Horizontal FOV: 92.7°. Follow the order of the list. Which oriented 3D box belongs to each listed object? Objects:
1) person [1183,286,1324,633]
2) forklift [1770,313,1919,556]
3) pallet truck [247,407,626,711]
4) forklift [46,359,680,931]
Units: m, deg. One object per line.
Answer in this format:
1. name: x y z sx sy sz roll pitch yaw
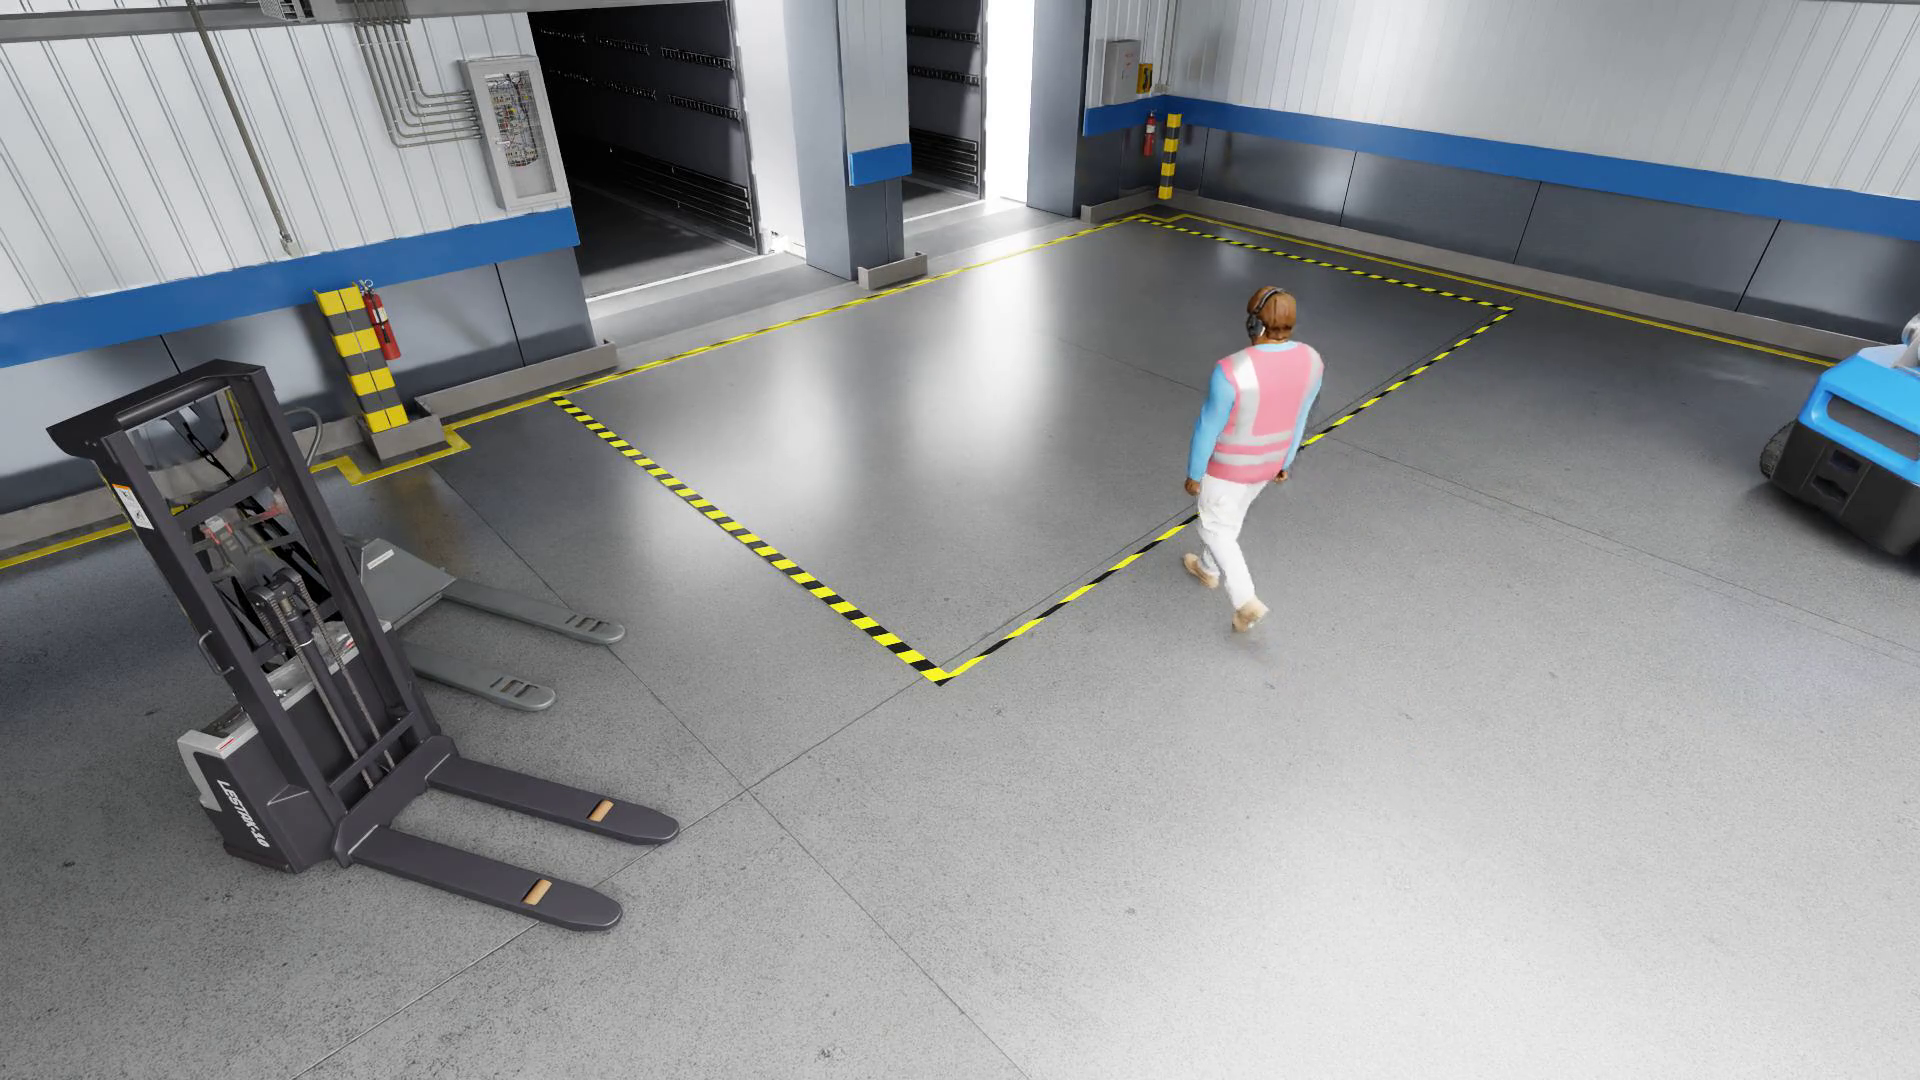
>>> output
1. person: 1.468 -0.377 4.695 0.630 1.812 0.852 -13 36 -19
2. forklift: 6.577 -1.045 5.194 2.680 2.036 1.157 -3 34 -5
3. pallet truck: -2.628 0.038 4.590 1.601 1.201 0.680 12 36 18
4. forklift: -2.135 0.422 3.354 1.885 1.965 0.823 10 35 14
